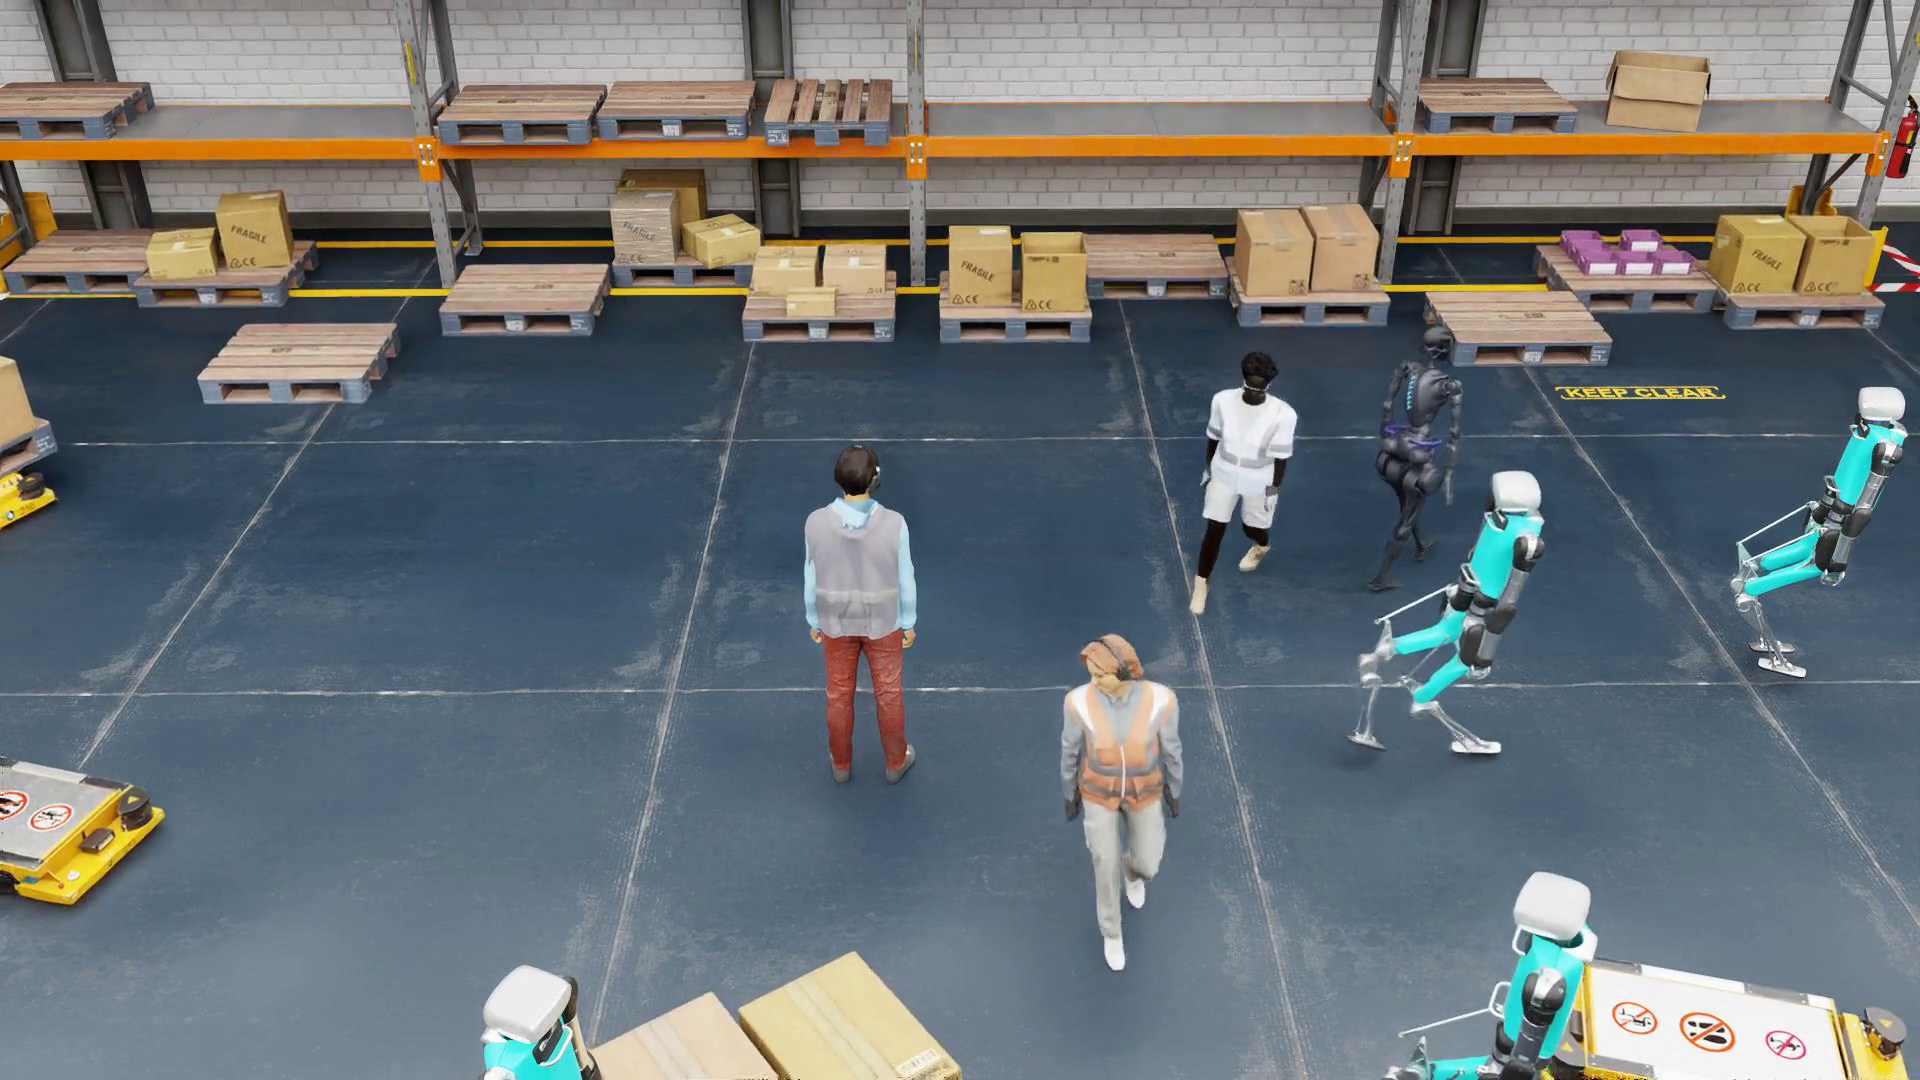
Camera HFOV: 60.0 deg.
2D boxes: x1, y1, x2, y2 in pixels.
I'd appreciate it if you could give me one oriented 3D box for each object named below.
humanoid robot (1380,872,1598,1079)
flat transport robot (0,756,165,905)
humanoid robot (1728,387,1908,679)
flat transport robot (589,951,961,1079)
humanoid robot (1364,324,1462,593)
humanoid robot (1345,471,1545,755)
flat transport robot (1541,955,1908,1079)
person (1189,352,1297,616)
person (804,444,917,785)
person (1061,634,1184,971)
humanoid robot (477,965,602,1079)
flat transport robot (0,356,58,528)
[{"bbox_3d":[1.756,1.842,5.939,0.878,1.786,0.550,15,34,23],"label":"humanoid robot"},{"bbox_3d":[-4.719,1.375,8.121,1.431,0.231,0.659,8,32,14],"label":"flat transport robot"},{"bbox_3d":[4.505,-0.057,8.950,0.735,1.677,0.533,7,32,12],"label":"humanoid robot"},{"bbox_3d":[-0.620,2.561,6.147,0.659,0.231,1.431,-20,36,-30],"label":"flat transport robot"},{"bbox_3d":[2.745,-0.500,9.901,0.736,1.617,0.605,-21,37,-30],"label":"humanoid robot"},{"bbox_3d":[2.325,0.463,8.271,1.019,1.761,0.562,-2,31,-3],"label":"humanoid robot"},{"bbox_3d":[3.153,2.122,6.878,1.431,0.231,0.659,8,32,13],"label":"flat transport robot"},{"bbox_3d":[1.692,-0.394,9.716,0.534,1.663,0.723,15,34,23],"label":"person"},{"bbox_3d":[-0.485,0.406,8.172,0.544,1.876,0.409,2,31,3],"label":"person"},{"bbox_3d":[0.699,1.120,7.232,0.536,1.607,0.476,1,31,1],"label":"person"},{"bbox_3d":[-1.093,2.084,5.386,0.735,1.677,0.533,7,32,11],"label":"humanoid robot"},{"bbox_3d":[-6.761,-0.348,10.991,1.431,0.231,0.659,15,34,23],"label":"flat transport robot"}]
